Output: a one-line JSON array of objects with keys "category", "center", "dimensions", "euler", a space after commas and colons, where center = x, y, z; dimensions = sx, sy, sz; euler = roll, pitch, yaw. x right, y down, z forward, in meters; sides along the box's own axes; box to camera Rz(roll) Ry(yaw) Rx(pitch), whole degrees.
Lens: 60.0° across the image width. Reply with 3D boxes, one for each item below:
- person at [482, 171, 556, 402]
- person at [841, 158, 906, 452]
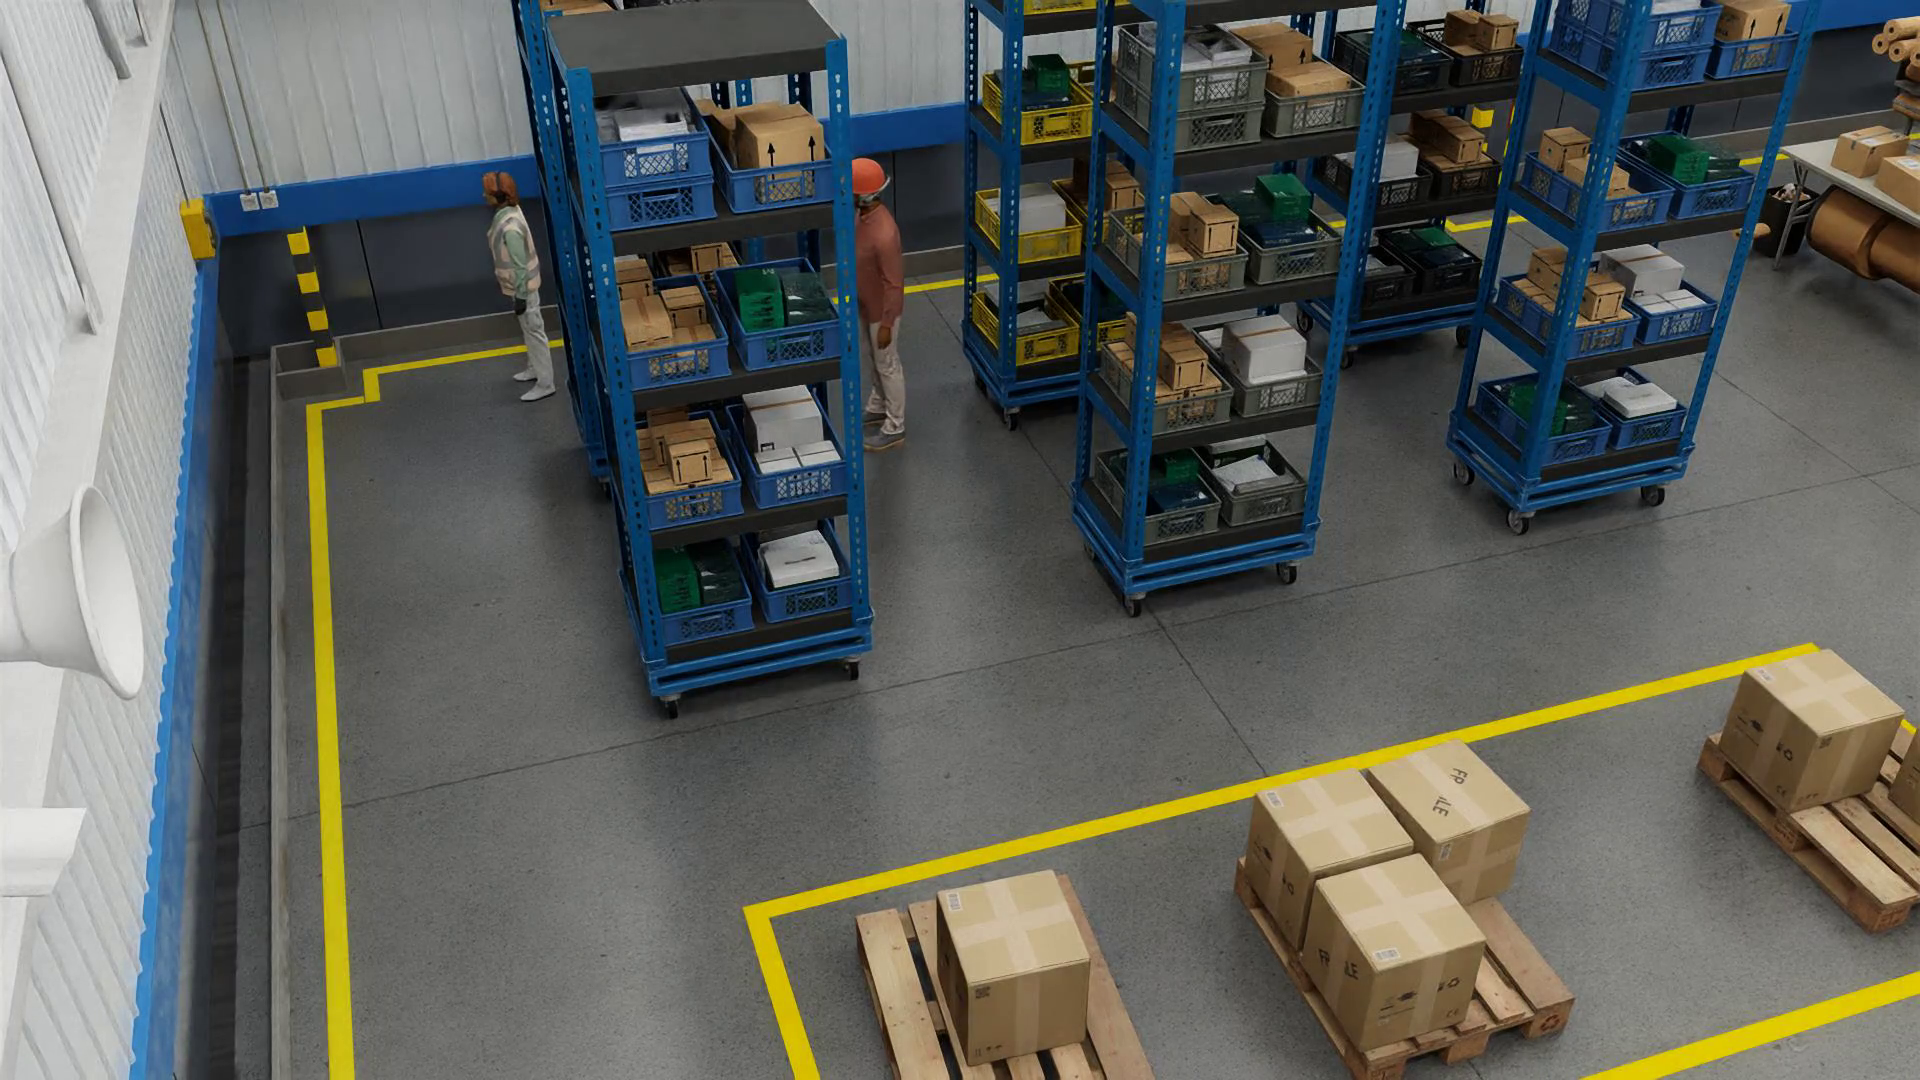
[{"category": "person", "center": [-2.993, -1.728, 11.299], "dimensions": [0.315, 1.641, 0.514], "euler": [-10, 36, -14]}, {"category": "person", "center": [-0.552, -1.507, 10.687], "dimensions": [0.392, 1.991, 0.612], "euler": [-10, 36, -14]}]
